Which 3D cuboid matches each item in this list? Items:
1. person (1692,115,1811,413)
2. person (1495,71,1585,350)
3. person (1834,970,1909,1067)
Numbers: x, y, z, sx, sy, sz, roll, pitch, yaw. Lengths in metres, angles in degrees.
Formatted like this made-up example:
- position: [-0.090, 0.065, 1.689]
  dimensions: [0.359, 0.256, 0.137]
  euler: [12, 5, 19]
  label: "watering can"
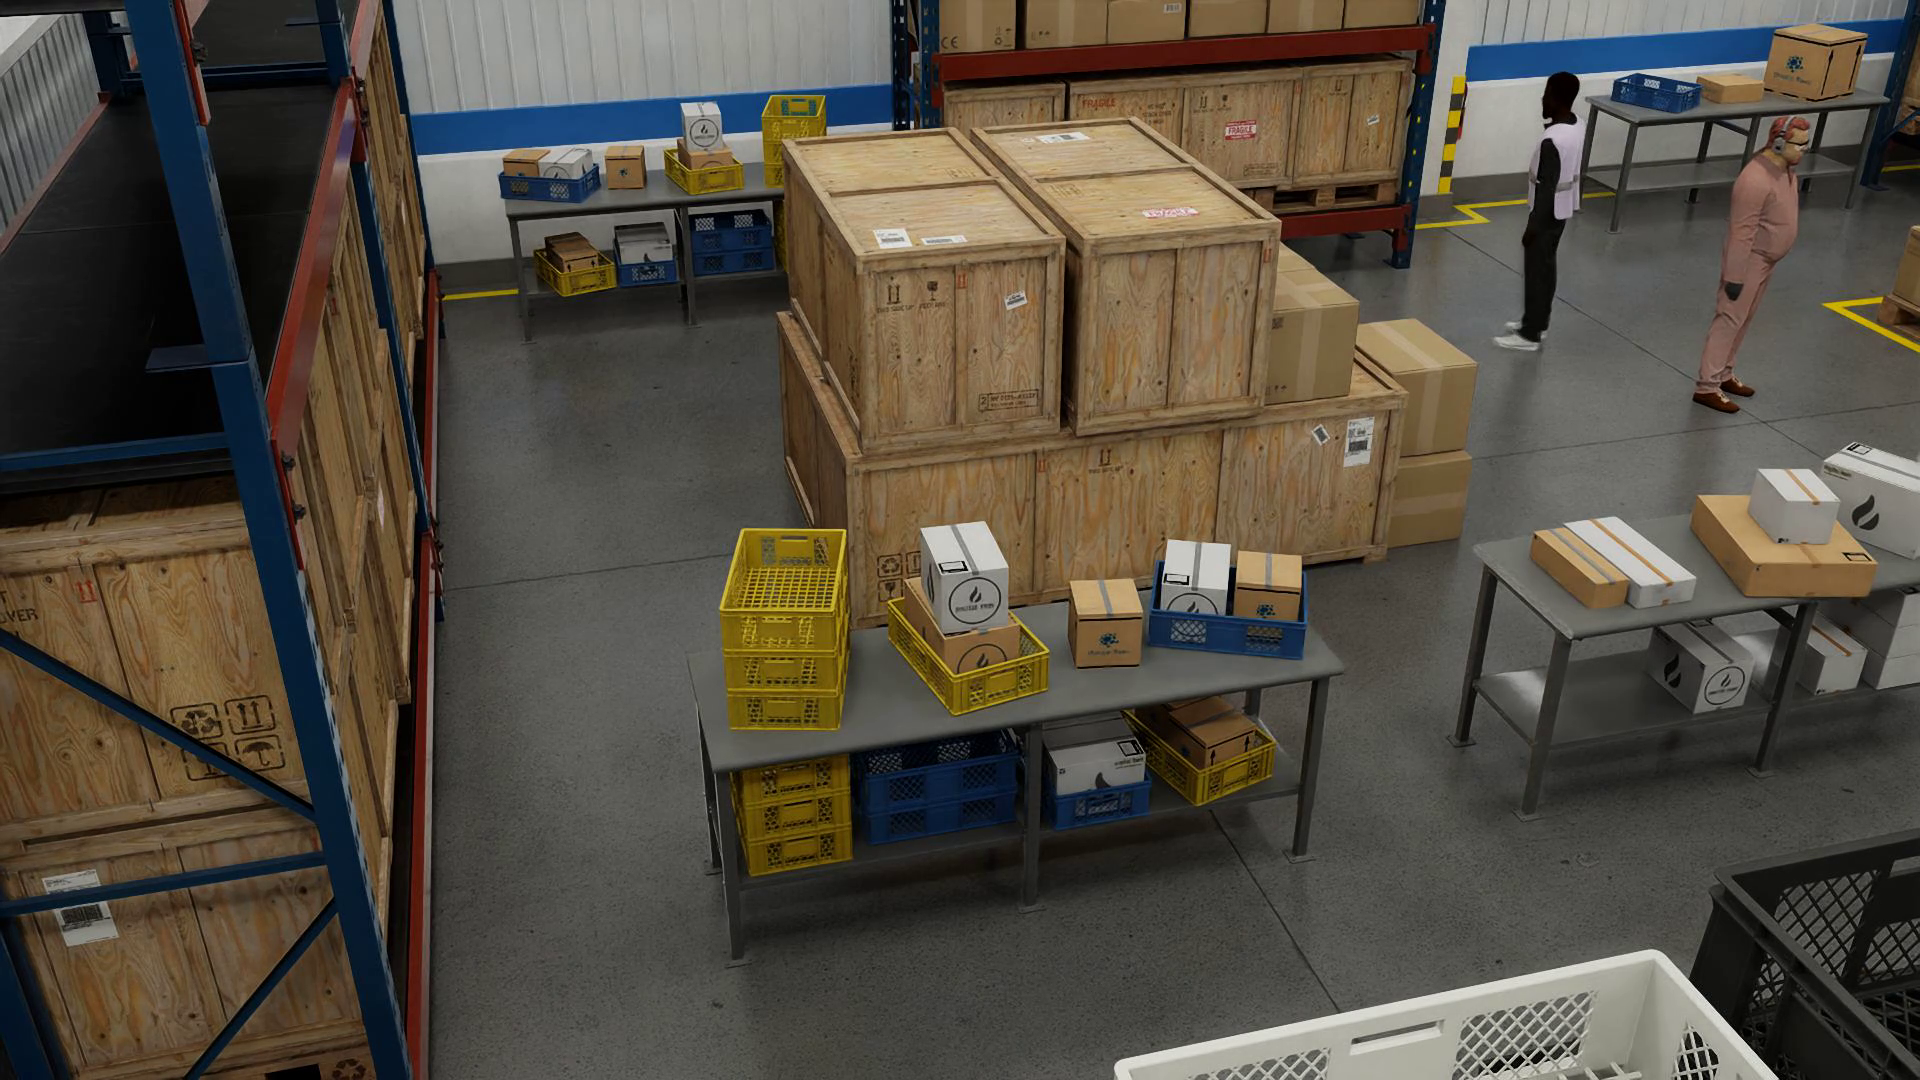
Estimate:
- position: [5.071, -1.761, 10.615]
  dimensions: [0.401, 1.899, 0.633]
  euler: [23, 36, 35]
  label: "person"
- position: [4.069, -2.263, 11.501]
  dimensions: [0.374, 1.916, 0.596]
  euler: [17, 33, 28]
  label: "person"
- position: [2.044, 1.811, 4.184]
  dimensions: [0.430, 1.845, 0.619]
  euler: [-19, 34, -31]
  label: "person"
